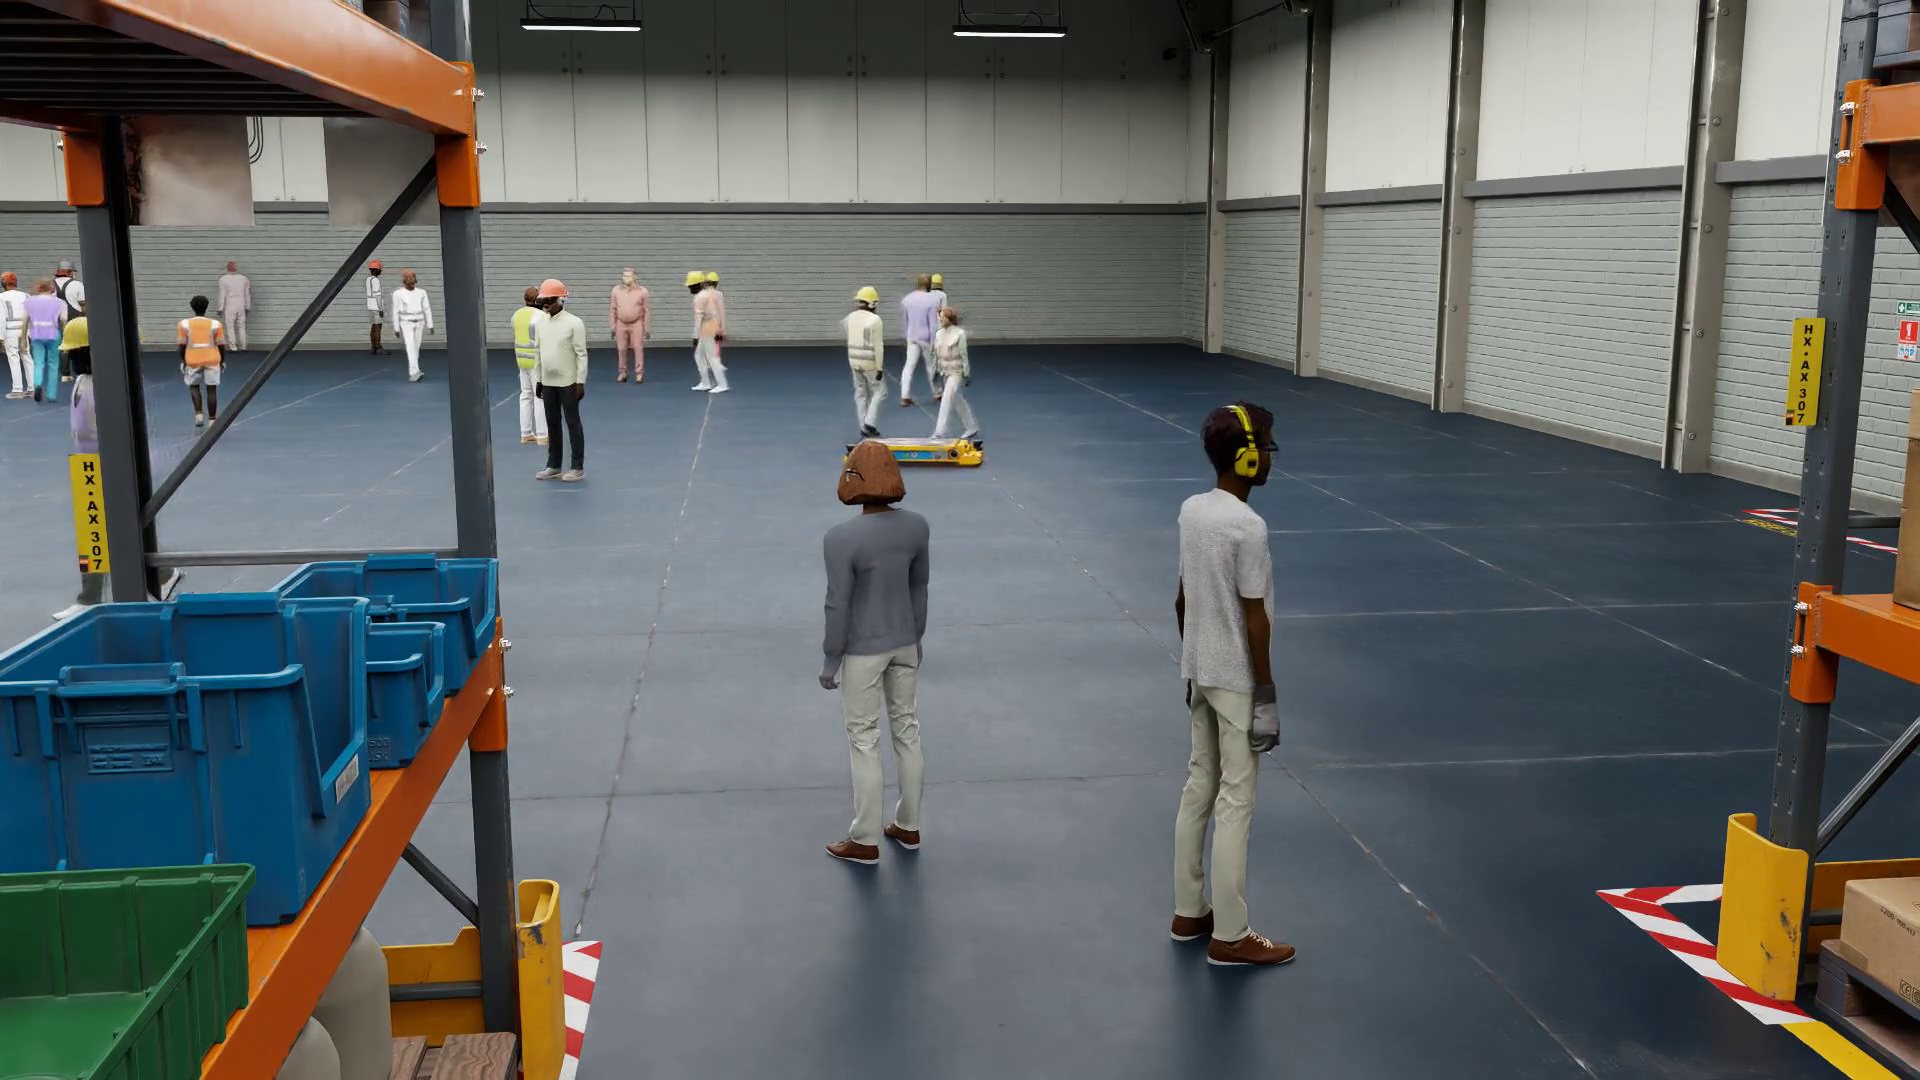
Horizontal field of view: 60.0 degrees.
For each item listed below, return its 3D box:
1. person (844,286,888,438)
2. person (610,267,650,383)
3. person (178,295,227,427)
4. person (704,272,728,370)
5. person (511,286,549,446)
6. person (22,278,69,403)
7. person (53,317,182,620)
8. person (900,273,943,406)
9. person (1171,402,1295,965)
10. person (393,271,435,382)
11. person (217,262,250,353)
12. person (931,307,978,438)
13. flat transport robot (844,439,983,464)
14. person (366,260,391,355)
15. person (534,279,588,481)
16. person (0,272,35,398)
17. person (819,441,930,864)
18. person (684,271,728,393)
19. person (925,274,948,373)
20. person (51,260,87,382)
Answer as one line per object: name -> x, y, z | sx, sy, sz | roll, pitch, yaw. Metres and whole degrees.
person -> -1.112, -2.102, 19.792 | 0.618, 1.821, 0.423 | 9, 13, 40
person -> -5.453, -3.539, 27.445 | 0.652, 1.905, 0.403 | 0, 10, 2
person -> -9.477, -2.222, 20.842 | 0.549, 1.676, 0.521 | -5, 11, -24
person -> -4.461, -3.941, 30.035 | 0.525, 1.769, 0.315 | 5, 11, 25
person -> -4.913, -2.013, 19.285 | 0.630, 1.835, 0.429 | 8, 13, 38
person -> -13.204, -2.871, 24.025 | 0.632, 1.813, 0.605 | -3, 11, -18
person -> -5.414, -0.457, 10.545 | 0.594, 1.910, 0.713 | 9, 14, 42
person -> -0.543, -2.859, 23.773 | 0.644, 1.888, 1.022 | 7, 12, 32
person -> 0.903, 0.477, 5.528 | 0.328, 1.872, 0.514 | -4, 11, -23
person -> -9.049, -3.536, 27.619 | 0.580, 1.835, 0.968 | -9, 13, -39
person -> -15.084, -4.820, 34.528 | 0.405, 1.892, 0.699 | 6, 12, 30
person -> -0.088, -1.958, 19.651 | 0.883, 1.593, 0.518 | -8, 13, -37
flat transport robot -> -0.483, -0.952, 17.744 | 1.431, 0.197, 0.652 | 1, 10, 3
person -> -11.892, -4.739, 33.937 | 0.357, 1.938, 0.545 | -8, 13, -37
person -> -3.963, -1.573, 16.423 | 0.622, 1.992, 0.396 | 5, 12, 27
person -> -14.114, -3.055, 24.850 | 0.337, 1.882, 0.584 | 4, 11, 20
person -> -0.329, 0.432, 6.421 | 0.500, 1.633, 0.280 | -10, 14, -42
person -> -3.922, -3.199, 25.641 | 0.712, 1.878, 0.601 | 0, 10, -1
person -> -0.423, -3.850, 29.601 | 0.492, 1.740, 0.325 | 5, 11, 26
person -> -14.808, -3.658, 27.726 | 0.673, 2.000, 0.536 | 0, 10, 1
